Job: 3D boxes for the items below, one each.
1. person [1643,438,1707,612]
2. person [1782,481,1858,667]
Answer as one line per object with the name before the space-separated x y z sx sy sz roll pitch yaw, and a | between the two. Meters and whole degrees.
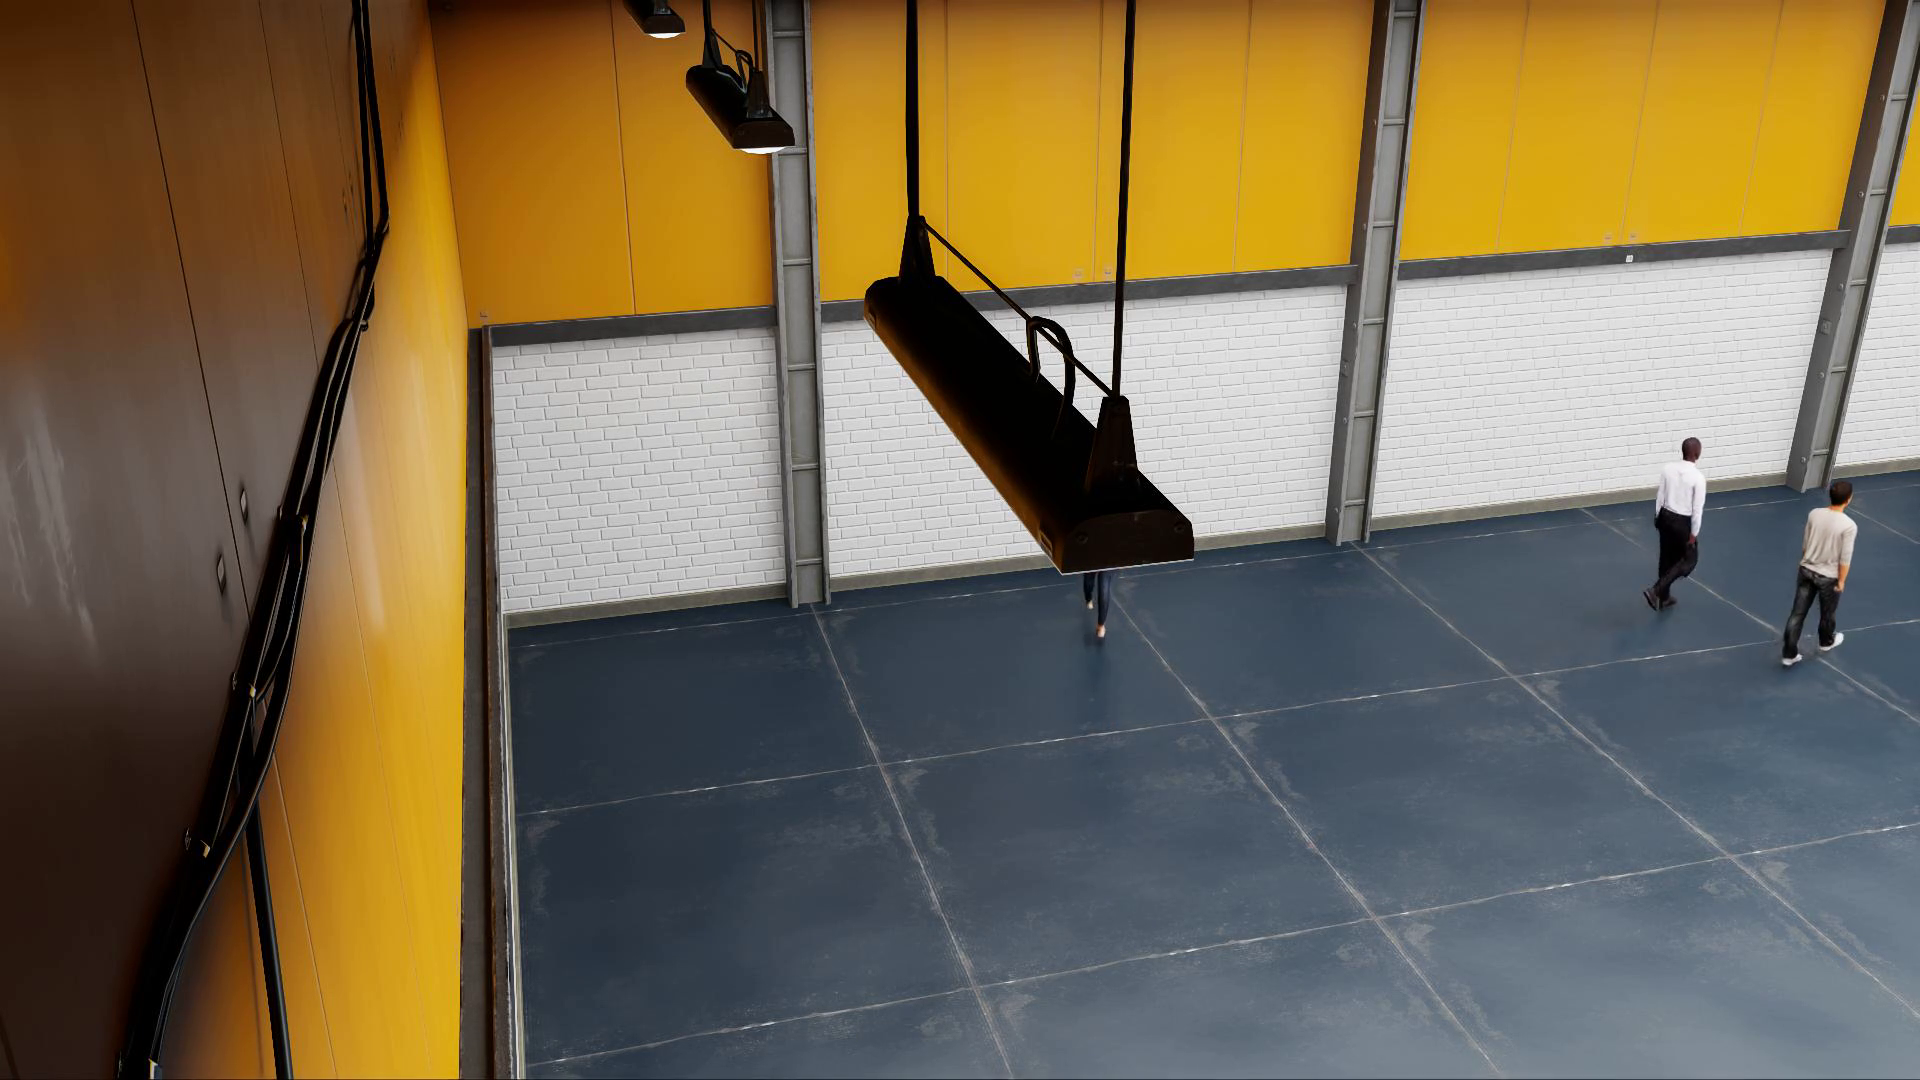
person | 6.951 -0.108 16.258 1.030 1.818 0.852 -16 28 -33
person | 7.851 0.333 15.290 1.142 1.786 0.894 -16 28 -32
